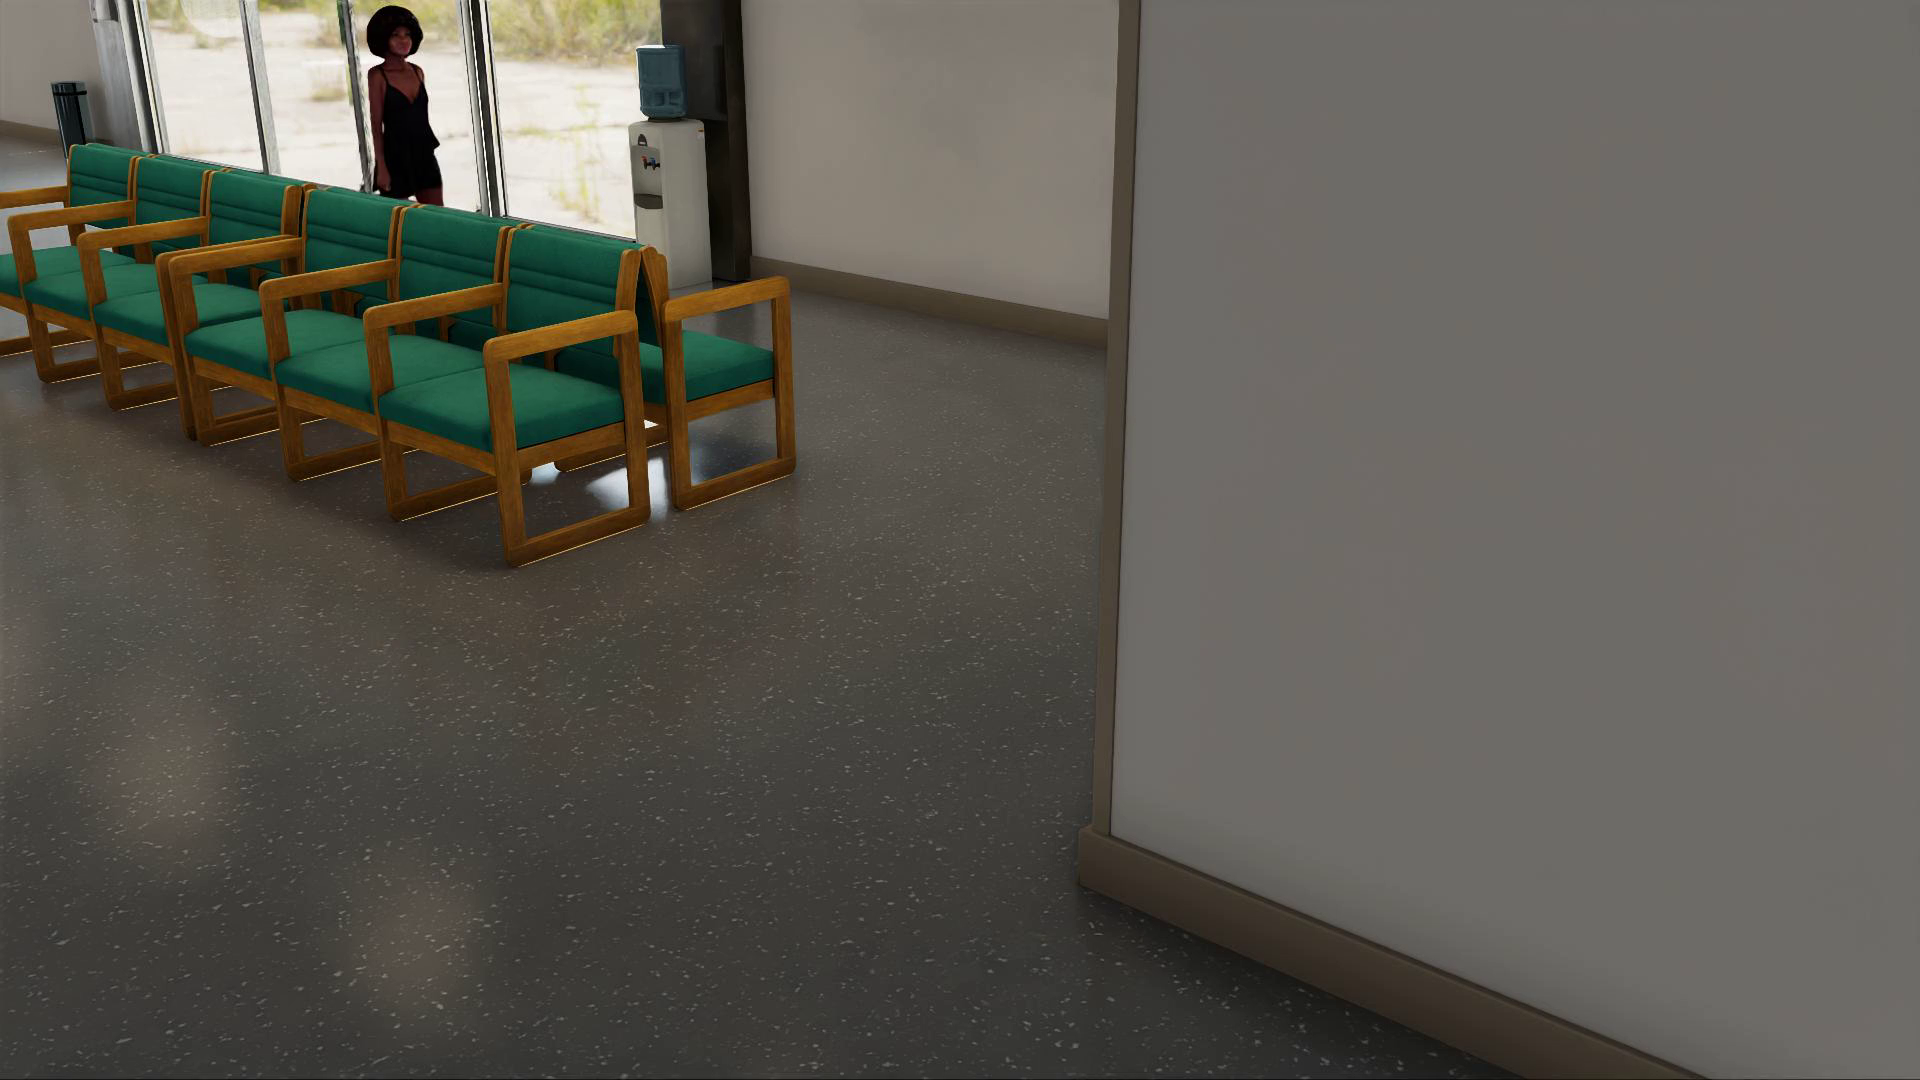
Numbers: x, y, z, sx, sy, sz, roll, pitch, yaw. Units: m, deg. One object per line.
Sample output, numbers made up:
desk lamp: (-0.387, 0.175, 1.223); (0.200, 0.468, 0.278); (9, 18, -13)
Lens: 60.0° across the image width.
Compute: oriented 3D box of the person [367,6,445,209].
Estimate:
person: (-3.240, -2.139, 9.606); (0.624, 1.762, 0.978); (16, 26, 36)
